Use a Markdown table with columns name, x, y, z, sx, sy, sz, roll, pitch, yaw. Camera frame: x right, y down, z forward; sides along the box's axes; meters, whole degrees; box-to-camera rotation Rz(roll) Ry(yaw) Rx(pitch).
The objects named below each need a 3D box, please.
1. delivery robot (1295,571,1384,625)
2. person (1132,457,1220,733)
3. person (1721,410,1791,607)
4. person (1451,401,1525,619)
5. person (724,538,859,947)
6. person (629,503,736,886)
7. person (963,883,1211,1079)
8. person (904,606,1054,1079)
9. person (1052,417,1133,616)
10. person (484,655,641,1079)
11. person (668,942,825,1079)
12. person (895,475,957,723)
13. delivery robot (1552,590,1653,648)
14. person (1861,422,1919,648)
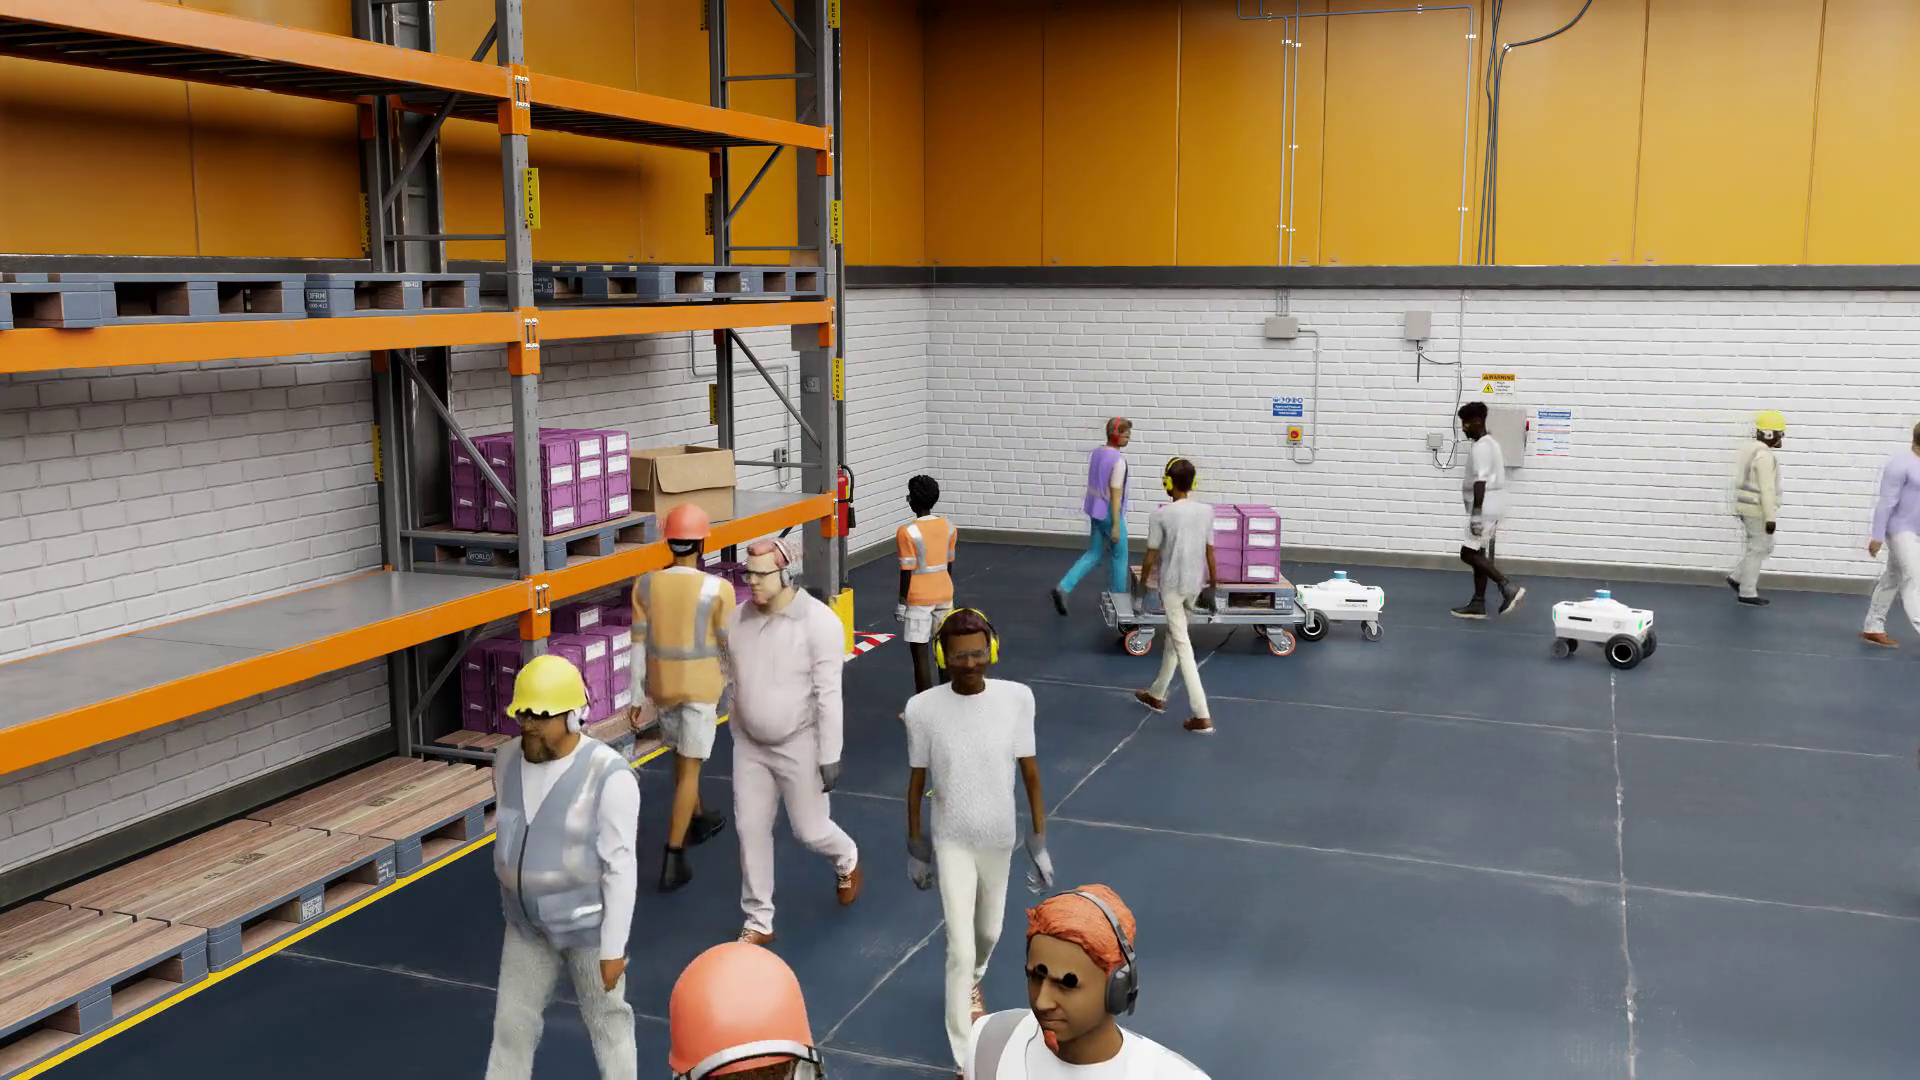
| name | x | y | z | sx | sy | sz | roll | pitch | yaw |
| --- | --- | --- | --- | --- | --- | --- | --- | --- | --- |
| delivery robot | 3.175 | 0.503 | 13.916 | 0.707 | 0.478 | 0.477 | 1 | 9 | 7 |
| person | 1.455 | 0.349 | 11.226 | 0.542 | 1.819 | 0.973 | -5 | 10 | -28 |
| person | 7.280 | -0.278 | 15.146 | 0.419 | 1.817 | 0.622 | 2 | 9 | 14 |
| person | 4.621 | -0.249 | 14.603 | 0.633 | 1.936 | 0.663 | 5 | 10 | 27 |
| person | -0.769 | 0.902 | 7.555 | 0.647 | 1.881 | 0.775 | 4 | 10 | 24 |
| person | -1.390 | 0.754 | 8.489 | 0.564 | 1.886 | 1.010 | 2 | 9 | 14 |
| person | 0.224 | 1.585 | 3.262 | 0.572 | 1.883 | 0.356 | 5 | 10 | 30 |
| person | 0.049 | 1.125 | 6.325 | 0.529 | 1.835 | 0.925 | -2 | 9 | -12 |
| person | 1.241 | -0.199 | 14.731 | 0.835 | 1.802 | 0.619 | -3 | 10 | -20 |
| person | -1.377 | 1.276 | 5.471 | 0.622 | 1.795 | 0.819 | 4 | 10 | 26 |
| person | -0.308 | 1.619 | 2.809 | 0.634 | 1.953 | 0.812 | -2 | 9 | -12 |
| person | -0.235 | 0.404 | 11.252 | 0.321 | 1.696 | 0.535 | 8 | 12 | 42 |
| delivery robot | 5.045 | 0.637 | 13.076 | 0.707 | 0.478 | 0.477 | 7 | 11 | 36 |
| person | 7.678 | -0.011 | 13.252 | 0.650 | 1.891 | 0.961 | -6 | 11 | -32 |
